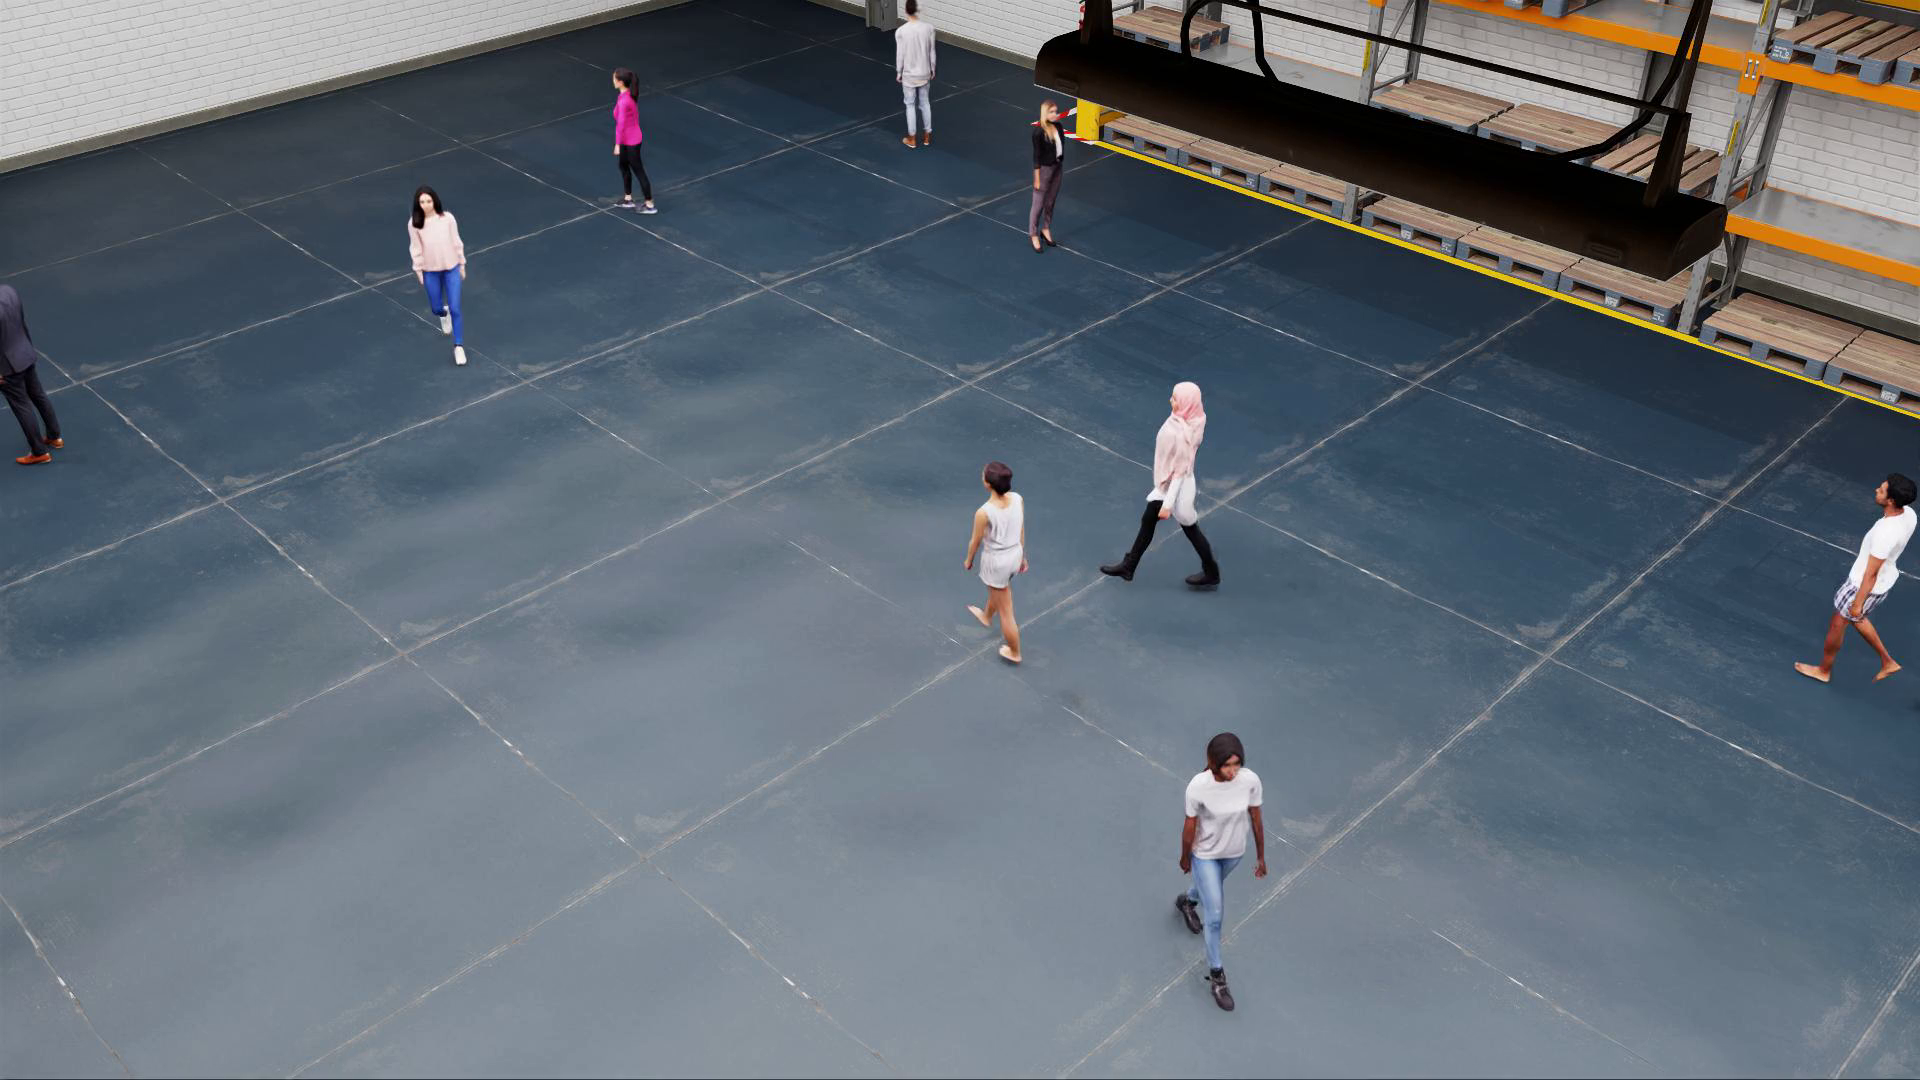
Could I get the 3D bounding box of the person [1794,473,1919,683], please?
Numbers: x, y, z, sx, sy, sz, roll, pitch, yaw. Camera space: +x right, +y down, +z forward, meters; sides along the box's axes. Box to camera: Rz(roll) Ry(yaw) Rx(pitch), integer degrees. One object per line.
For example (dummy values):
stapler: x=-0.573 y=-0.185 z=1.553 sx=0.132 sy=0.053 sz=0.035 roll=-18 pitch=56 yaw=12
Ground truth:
person: x=6.369 y=0.327 z=11.512 sx=0.626 sy=1.721 sz=0.836 roll=-29 pitch=43 yaw=-36

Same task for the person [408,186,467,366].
person: x=-4.938 y=-2.579 z=15.856 sx=0.940 sy=1.752 sz=1.093 roll=-9 pitch=35 yaw=-13

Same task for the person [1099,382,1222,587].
person: x=1.725 y=-0.346 z=12.499 sx=1.232 sy=1.747 sz=1.127 roll=2 pitch=34 yaw=3

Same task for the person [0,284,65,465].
person: x=-8.087 y=-1.520 z=14.196 sx=0.810 sy=1.824 sz=0.787 roll=4 pitch=34 yaw=7

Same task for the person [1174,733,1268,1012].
person: x=1.433 y=1.729 z=9.438 sx=0.937 sy=1.680 sz=1.197 roll=-10 pitch=35 yaw=-15

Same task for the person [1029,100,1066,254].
person: x=0.937 y=-3.944 z=17.983 sx=0.533 sy=1.670 sz=0.595 roll=27 pitch=42 yaw=34

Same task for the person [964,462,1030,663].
person: x=0.345 y=0.196 z=11.824 sx=0.576 sy=1.592 sz=0.906 roll=-26 pitch=42 yaw=-34

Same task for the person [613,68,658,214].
person: x=-3.621 y=-4.491 z=18.792 sx=0.904 sy=1.686 sz=0.837 roll=2 pitch=34 yaw=3

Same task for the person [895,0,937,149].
person: x=-0.543 y=-5.801 z=20.623 sx=0.761 sy=1.840 sz=0.737 roll=-11 pitch=35 yaw=-16
